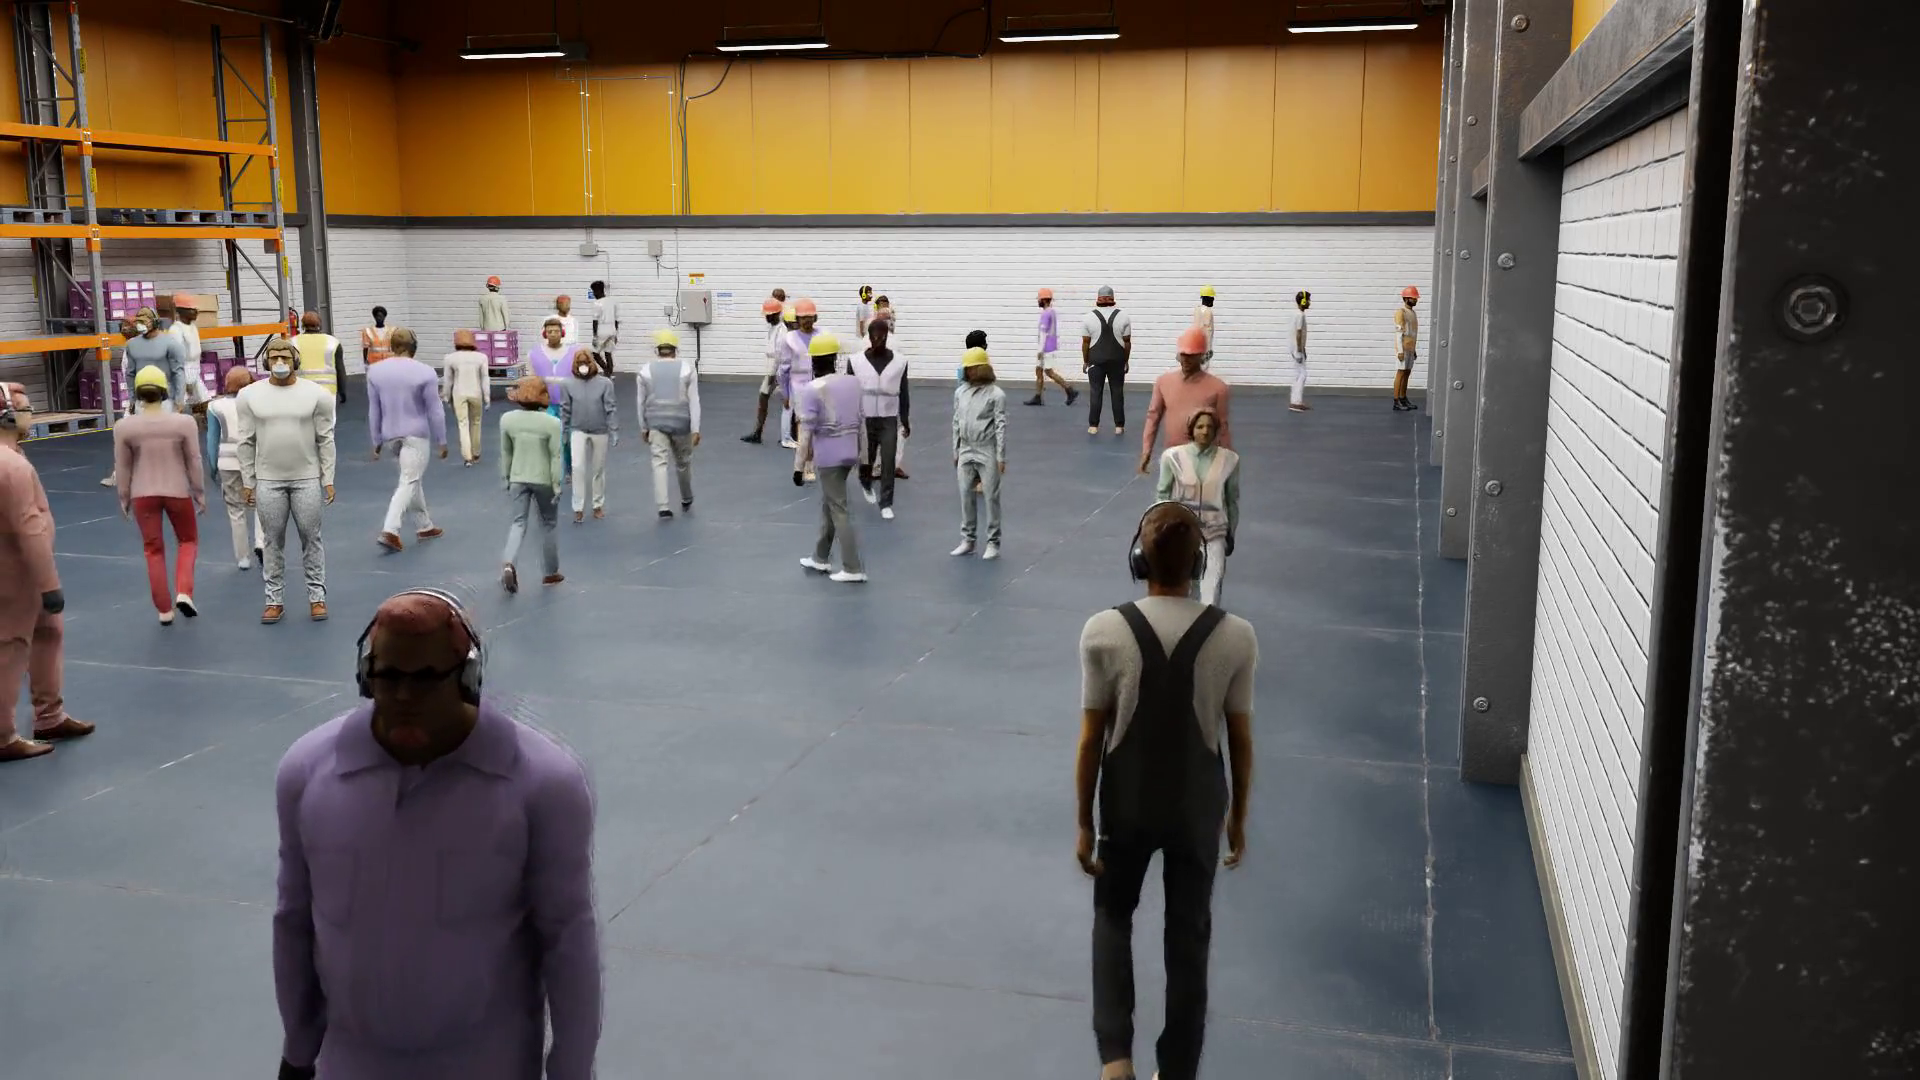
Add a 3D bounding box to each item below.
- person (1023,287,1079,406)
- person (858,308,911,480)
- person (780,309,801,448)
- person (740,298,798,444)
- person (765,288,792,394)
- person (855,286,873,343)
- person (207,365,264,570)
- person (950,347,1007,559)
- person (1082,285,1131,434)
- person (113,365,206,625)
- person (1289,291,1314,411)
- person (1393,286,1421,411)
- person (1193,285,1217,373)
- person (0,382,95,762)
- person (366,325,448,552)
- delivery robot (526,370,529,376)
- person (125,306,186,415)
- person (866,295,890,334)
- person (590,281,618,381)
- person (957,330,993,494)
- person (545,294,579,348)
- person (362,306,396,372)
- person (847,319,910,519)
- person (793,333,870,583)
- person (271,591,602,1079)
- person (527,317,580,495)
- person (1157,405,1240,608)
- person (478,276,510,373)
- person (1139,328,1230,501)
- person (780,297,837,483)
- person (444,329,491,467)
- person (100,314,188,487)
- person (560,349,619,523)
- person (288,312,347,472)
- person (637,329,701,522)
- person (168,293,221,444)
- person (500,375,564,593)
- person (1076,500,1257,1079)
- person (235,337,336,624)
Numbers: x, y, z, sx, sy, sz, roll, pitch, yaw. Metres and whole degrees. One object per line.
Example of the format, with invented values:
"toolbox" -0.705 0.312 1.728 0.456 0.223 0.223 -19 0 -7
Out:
"person" 1.469 -3.076 26.536 0.849 1.913 0.544 2 10 9
"person" -0.796 -1.585 18.173 0.647 1.891 0.508 8 13 39
"person" -2.123 -2.050 21.138 0.327 1.767 0.533 -1 10 -5
"person" -2.452 -2.151 21.382 0.892 1.888 0.537 -7 12 -33
"person" -3.111 -3.420 28.703 0.437 1.832 0.650 5 11 26
"person" -1.682 -3.567 29.485 0.331 1.861 0.515 1 10 3
"person" -5.654 -0.566 13.126 0.521 1.625 0.370 -4 11 -21
"person" 0.147 -0.711 13.624 0.485 1.742 0.299 6 12 30
"person" 1.991 -2.470 22.734 0.674 2.000 0.535 0 10 2
"person" -5.394 -0.301 11.237 0.545 1.753 0.364 -4 11 -21
"person" 5.322 -2.942 25.941 0.384 1.856 0.572 0 10 3
"person" 6.985 -2.989 25.966 0.355 1.939 0.544 8 13 38
"person" 3.944 -3.140 26.851 0.384 1.928 0.588 -2 10 -12
"person" -4.628 0.151 8.320 0.711 1.883 0.681 -10 14 -44
"person" -4.697 -0.865 14.081 0.647 1.897 1.010 3 10 15
"delivery robot" -7.231 -2.823 28.674 0.477 0.478 0.707 7 12 33
"person" -8.278 -1.429 17.127 0.636 1.938 0.355 2 10 9
"person" -1.123 -2.548 23.663 0.311 1.869 0.530 8 13 39
"person" -6.442 -3.722 30.117 0.414 1.935 0.620 6 12 31
"person" 0.170 -1.320 17.200 0.318 1.697 0.534 -6 12 -32
"person" -5.748 -2.611 24.023 0.625 1.870 0.590 9 13 40
"person" -8.593 -2.644 24.723 0.540 1.686 0.546 -4 11 -20
"person" -0.797 -1.171 15.938 0.612 1.862 0.871 -2 10 -8
"person" -1.047 -0.633 12.746 0.876 1.888 0.610 8 13 37
"person" -1.058 1.031 3.332 0.683 1.886 0.546 0 10 -1
"person" -4.188 -1.396 17.256 0.570 1.830 0.548 -2 10 -13
"person" 1.457 -0.045 10.258 0.517 1.600 0.842 1 10 4
"person" -8.750 -3.967 31.344 0.607 1.995 0.375 2 10 13
"person" 1.772 -0.659 12.786 0.605 1.951 1.037 6 12 31
"person" -1.670 -1.666 18.291 0.608 2.014 0.910 -3 11 -19
"person" -5.755 -1.659 19.420 0.514 1.587 0.850 -3 10 -17
"person" -8.755 -1.498 17.829 0.595 1.841 0.980 5 11 27
"person" -3.429 -0.957 15.417 0.519 1.602 0.763 -2 10 -12
"person" -7.298 -1.674 18.883 0.642 1.815 0.815 -3 10 -17
"person" -2.736 -1.095 15.708 0.605 1.774 0.969 0 10 -1
"person" -9.225 -1.972 20.057 1.041 1.987 0.647 0 10 0
"person" -3.185 -0.415 12.313 0.501 1.610 0.719 1 10 6
"person" 0.590 0.799 4.814 0.505 1.831 0.430 1 10 5
"person" -4.568 -0.403 11.320 0.629 1.940 0.372 -3 10 -17
